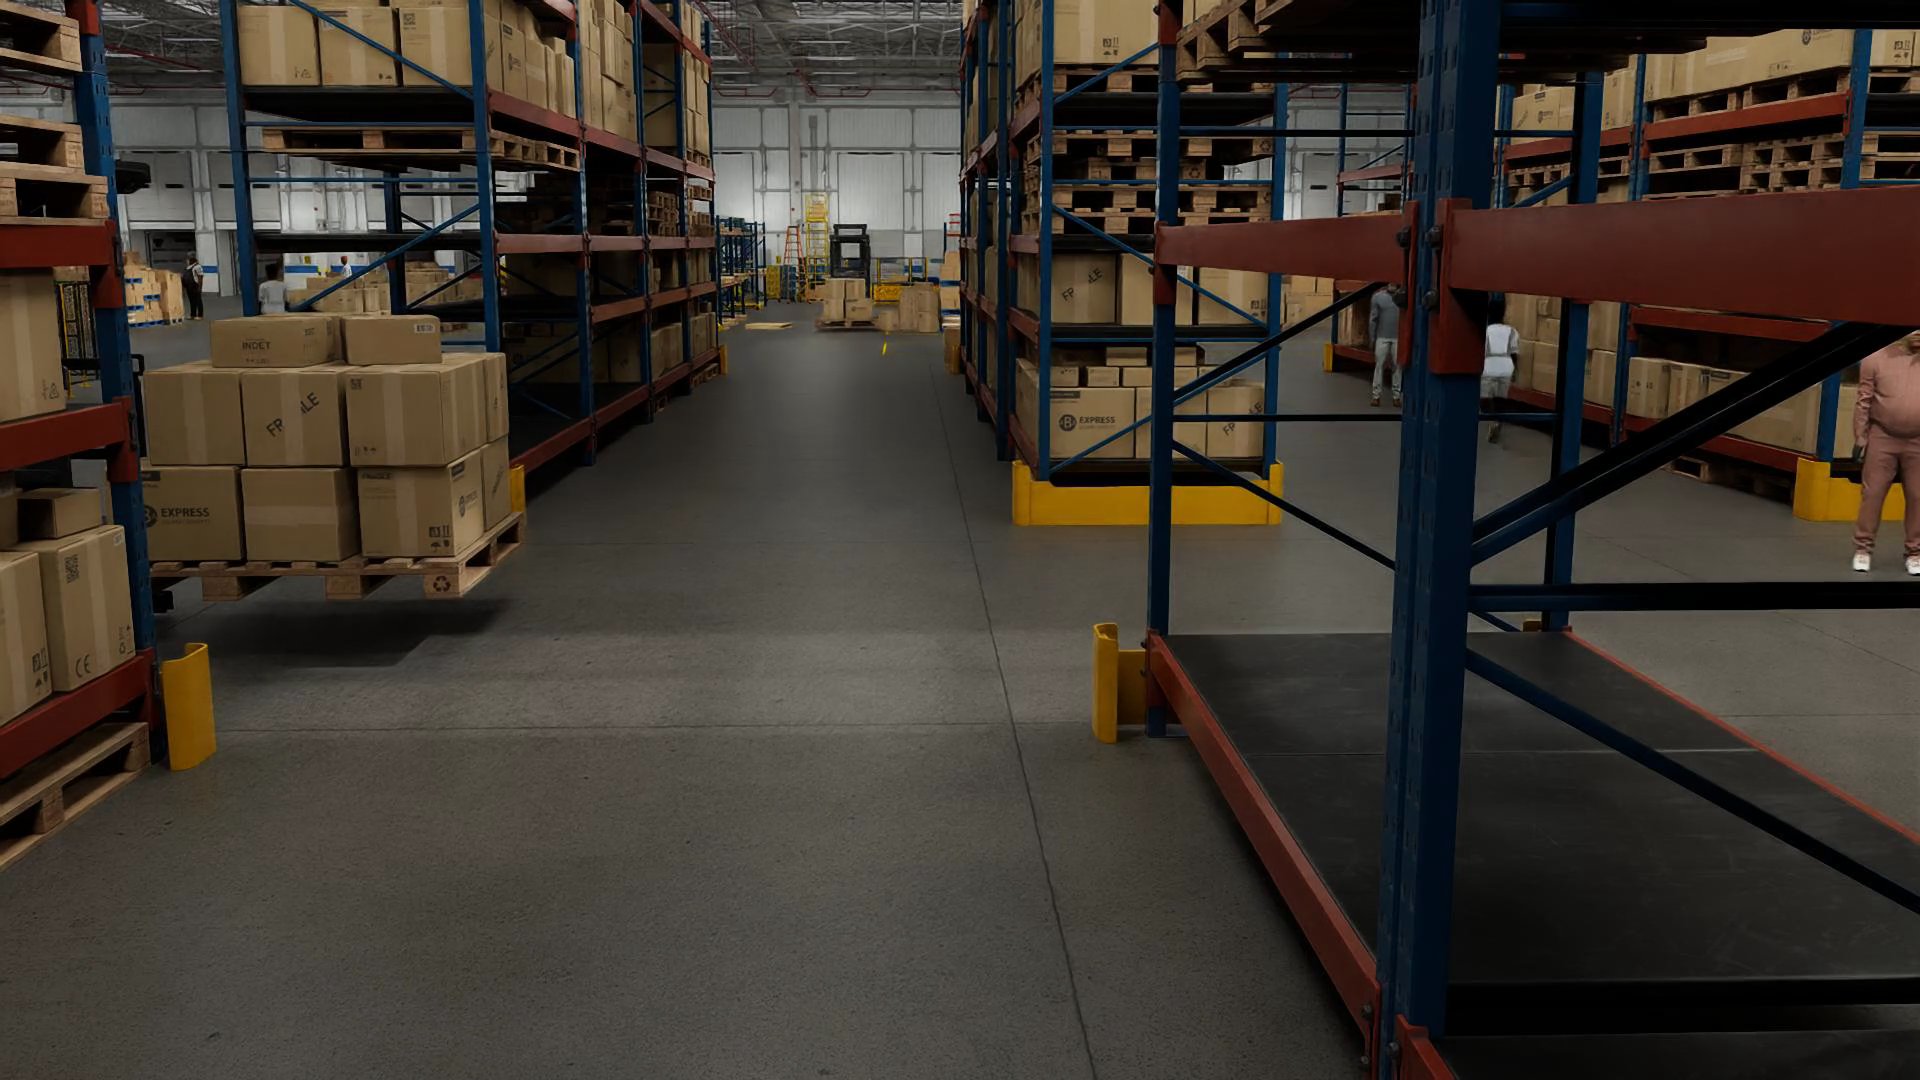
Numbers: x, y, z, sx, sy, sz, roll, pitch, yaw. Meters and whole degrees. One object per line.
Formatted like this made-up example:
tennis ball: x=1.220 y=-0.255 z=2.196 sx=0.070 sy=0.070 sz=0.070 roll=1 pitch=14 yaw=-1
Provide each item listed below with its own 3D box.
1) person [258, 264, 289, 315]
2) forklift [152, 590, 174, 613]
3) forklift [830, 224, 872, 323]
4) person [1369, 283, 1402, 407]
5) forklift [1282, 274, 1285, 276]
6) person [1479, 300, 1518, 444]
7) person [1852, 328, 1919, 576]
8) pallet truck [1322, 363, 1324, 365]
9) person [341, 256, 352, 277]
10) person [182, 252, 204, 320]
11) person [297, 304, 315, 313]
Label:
person: x=-13.143 y=-4.332 z=31.925 sx=0.962 sy=1.933 sz=0.614 roll=7 pitch=13 yaw=35
forklift: x=-5.858 y=-0.811 z=9.639 sx=1.873 sy=2.768 sz=1.129 roll=-1 pitch=10 yaw=-3
forklift: x=-3.040 y=-7.392 z=46.299 sx=1.129 sy=2.768 sz=1.873 roll=0 pitch=10 yaw=-2
person: x=6.140 y=-2.854 z=23.667 sx=0.629 sy=1.932 sz=0.377 roll=3 pitch=10 yaw=14
forklift: x=12.154 y=-10.737 z=64.933 sx=1.129 sy=2.768 sz=1.873 roll=0 pitch=10 yaw=-2
person: x=6.193 y=-1.923 z=19.192 sx=0.542 sy=1.683 sz=0.512 roll=-1 pitch=10 yaw=-5
person: x=6.656 y=-0.695 z=11.746 sx=0.646 sy=1.898 sz=0.397 roll=5 pitch=11 yaw=25
pallet truck: x=7.712 y=-4.157 z=30.737 sx=1.885 sy=1.965 sz=0.823 roll=3 pitch=11 yaw=16
person: x=-20.253 y=-8.445 z=54.933 sx=0.355 sy=1.887 sz=0.574 roll=-3 pitch=11 yaw=-17
person: x=-23.005 y=-7.604 z=49.820 sx=0.689 sy=2.000 sz=0.538 roll=7 pitch=12 yaw=32
person: x=-7.228 y=-1.773 z=18.385 sx=0.662 sy=1.660 sz=0.547 roll=10 pitch=14 yaw=43
